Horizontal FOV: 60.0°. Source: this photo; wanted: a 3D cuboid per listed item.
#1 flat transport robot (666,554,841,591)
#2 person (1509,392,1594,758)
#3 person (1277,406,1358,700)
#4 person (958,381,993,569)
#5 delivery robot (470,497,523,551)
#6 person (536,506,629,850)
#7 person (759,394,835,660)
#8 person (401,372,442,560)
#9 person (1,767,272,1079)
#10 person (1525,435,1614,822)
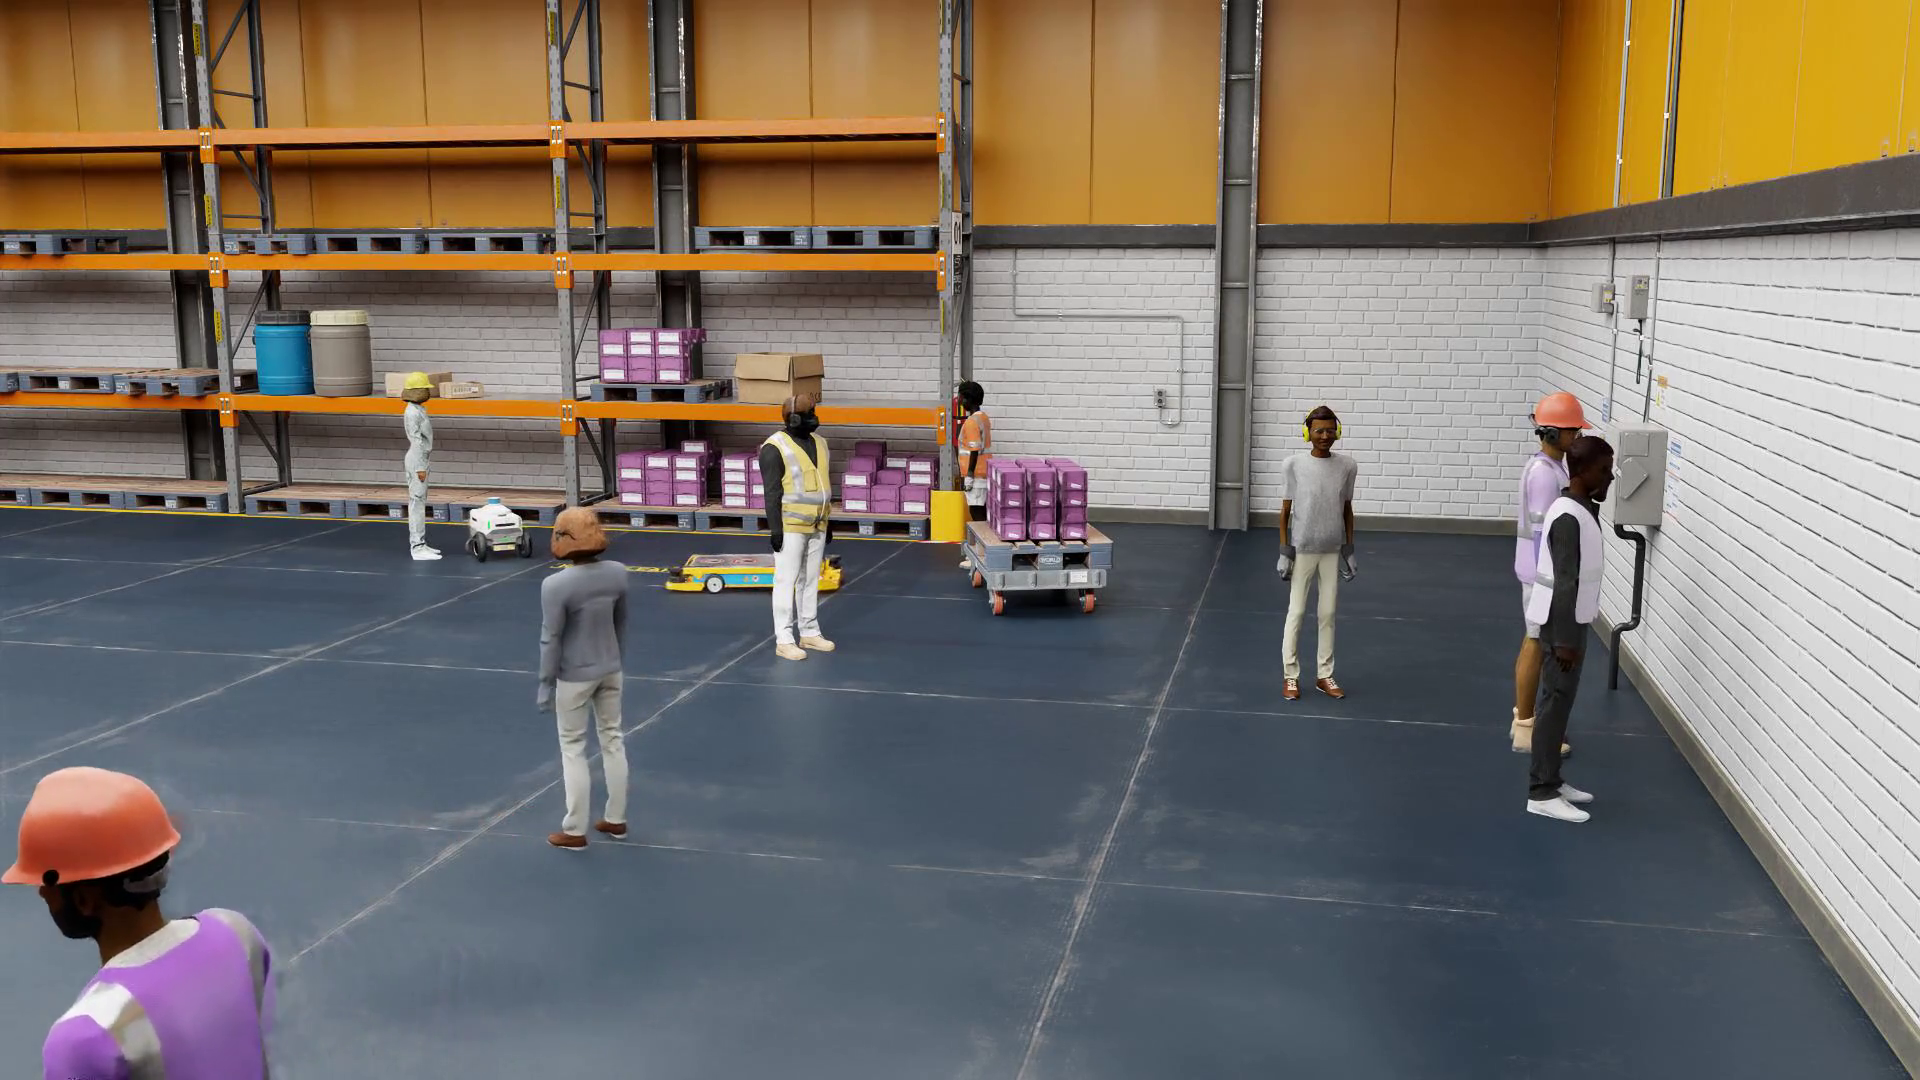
[{"bbox_3d":[-1.738,0.268,14.148,1.431,0.197,0.652,0,10,-2],"label":"flat transport robot"},{"bbox_3d":[3.320,0.190,9.370,0.372,2.042,0.615,3,10,18],"label":"person"},{"bbox_3d":[2.267,0.081,10.532,0.518,1.872,0.326,-1,10,-7],"label":"person"},{"bbox_3d":[0.138,-0.587,15.009,0.318,1.691,0.540,2,10,12],"label":"person"},{"bbox_3d":[-4.345,-0.160,15.565,0.477,0.478,0.707,-5,11,-29],"label":"delivery robot"},{"bbox_3d":[-1.774,0.650,7.865,0.290,1.633,0.504,8,12,39],"label":"person"},{"bbox_3d":[-1.114,-0.098,11.669,0.429,1.847,0.628,6,12,34],"label":"person"},{"bbox_3d":[-5.013,-0.692,15.482,0.295,1.744,0.484,-3,10,-18],"label":"person"},{"bbox_3d":[-1.433,1.331,3.121,1.019,1.885,0.537,3,10,17],"label":"person"},{"bbox_3d":[3.036,0.428,8.342,0.371,1.914,0.597,4,10,24],"label":"person"}]
